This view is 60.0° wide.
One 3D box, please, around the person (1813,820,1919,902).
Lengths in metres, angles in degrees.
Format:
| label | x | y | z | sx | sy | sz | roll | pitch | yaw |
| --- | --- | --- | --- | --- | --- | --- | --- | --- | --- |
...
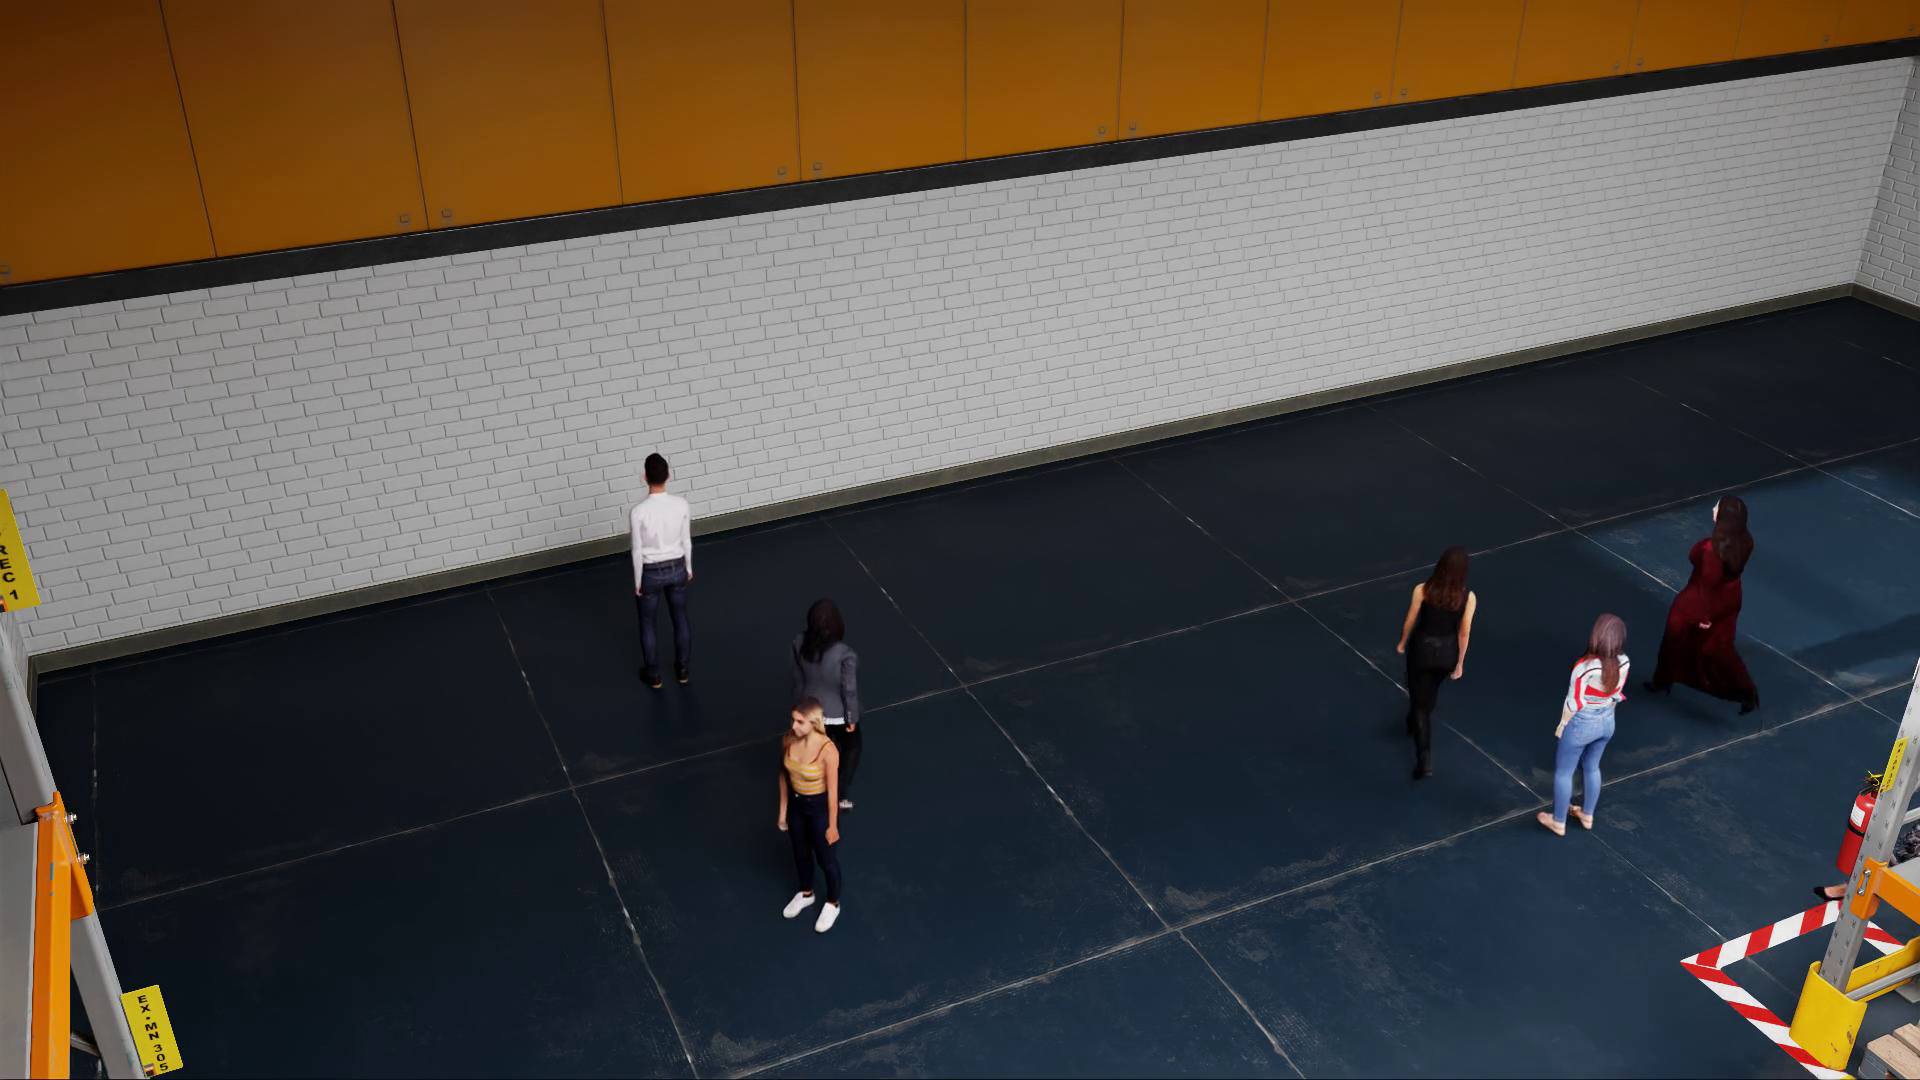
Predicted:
| label | x | y | z | sx | sy | sz | roll | pitch | yaw |
| --- | --- | --- | --- | --- | --- | --- | --- | --- | --- |
| person | 5.954 | 1.676 | 9.887 | 1.164 | 1.641 | 1.136 | 9 | 30 | 16 |

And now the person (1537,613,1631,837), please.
| label | x | y | z | sx | sy | sz | roll | pitch | yaw |
| --- | --- | --- | --- | --- | --- | --- | --- | --- | --- |
| person | 4.092 | 1.198 | 10.797 | 0.604 | 1.607 | 0.517 | -11 | 31 | -20 |

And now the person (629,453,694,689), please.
| label | x | y | z | sx | sy | sz | roll | pitch | yaw |
| --- | --- | --- | --- | --- | --- | --- | --- | --- | --- |
| person | -2.184 | 0.250 | 12.271 | 0.632 | 1.860 | 0.600 | -14 | 32 | -24 |

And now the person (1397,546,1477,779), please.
| label | x | y | z | sx | sy | sz | roll | pitch | yaw |
| --- | --- | --- | --- | --- | --- | --- | --- | --- | --- |
| person | 3.236 | 0.860 | 11.372 | 0.984 | 1.650 | 1.221 | 2 | 29 | 3 |

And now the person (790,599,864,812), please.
| label | x | y | z | sx | sy | sz | roll | pitch | yaw |
| --- | --- | --- | --- | --- | --- | --- | --- | --- | --- |
| person | -0.905 | 1.141 | 10.925 | 0.845 | 1.585 | 0.908 | 12 | 31 | 21 |

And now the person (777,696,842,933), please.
| label | x | y | z | sx | sy | sz | roll | pitch | yaw |
| --- | --- | --- | --- | --- | --- | --- | --- | --- | --- |
| person | -0.880 | 1.621 | 10.001 | 0.602 | 1.628 | 0.707 | 19 | 34 | 31 |

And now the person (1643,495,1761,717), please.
| label | x | y | z | sx | sy | sz | roll | pitch | yaw |
| --- | --- | --- | --- | --- | --- | --- | --- | --- | --- |
| person | 5.487 | 0.504 | 11.945 | 0.776 | 1.727 | 1.112 | -18 | 33 | -30 |
